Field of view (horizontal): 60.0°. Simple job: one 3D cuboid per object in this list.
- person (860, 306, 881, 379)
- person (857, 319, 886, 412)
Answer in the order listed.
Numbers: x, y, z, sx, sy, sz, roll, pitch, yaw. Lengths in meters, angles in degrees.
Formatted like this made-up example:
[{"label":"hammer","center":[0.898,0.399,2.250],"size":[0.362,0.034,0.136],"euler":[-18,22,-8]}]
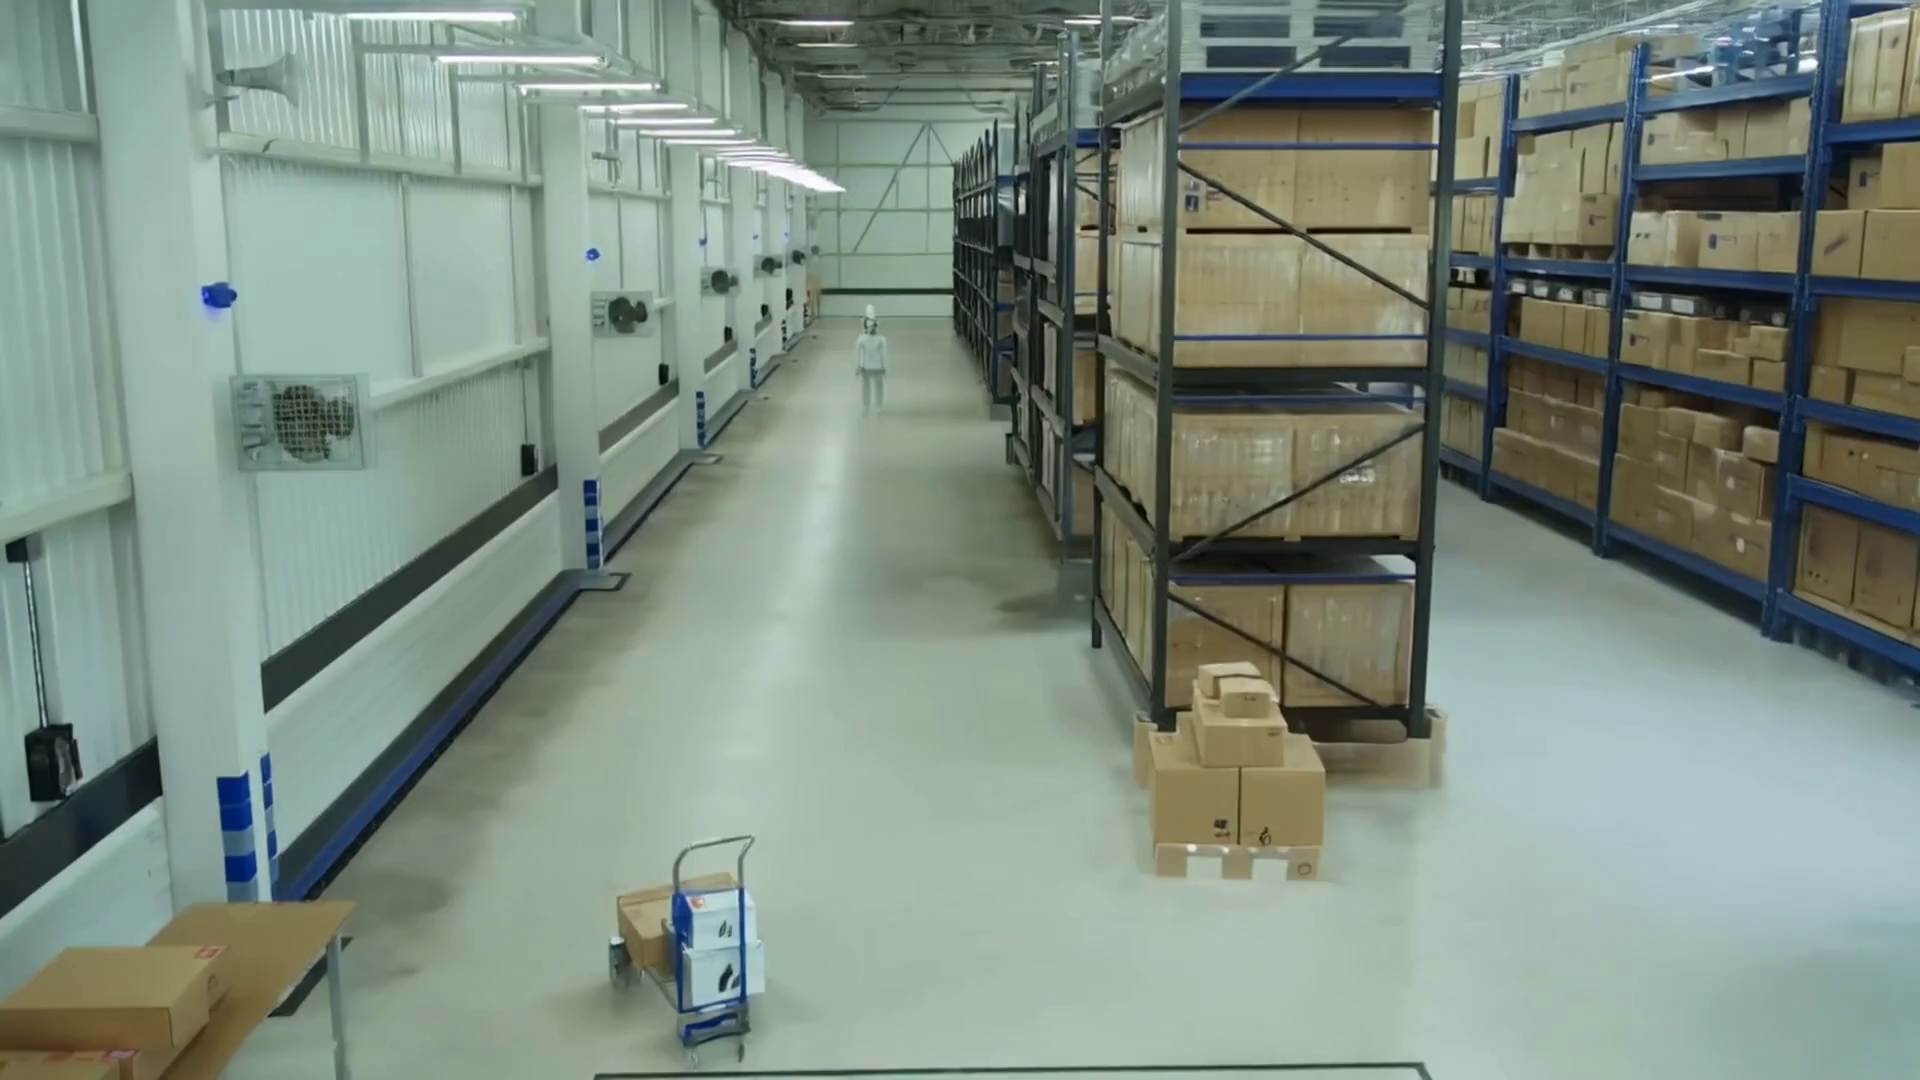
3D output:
[{"label":"person","center":[-2.302,-5.064,42.739],"size":[0.589,1.910,0.394],"euler":[-6,12,-28]},{"label":"person","center":[-1.895,-3.717,35.530],"size":[0.617,1.988,0.402],"euler":[0,11,2]}]
